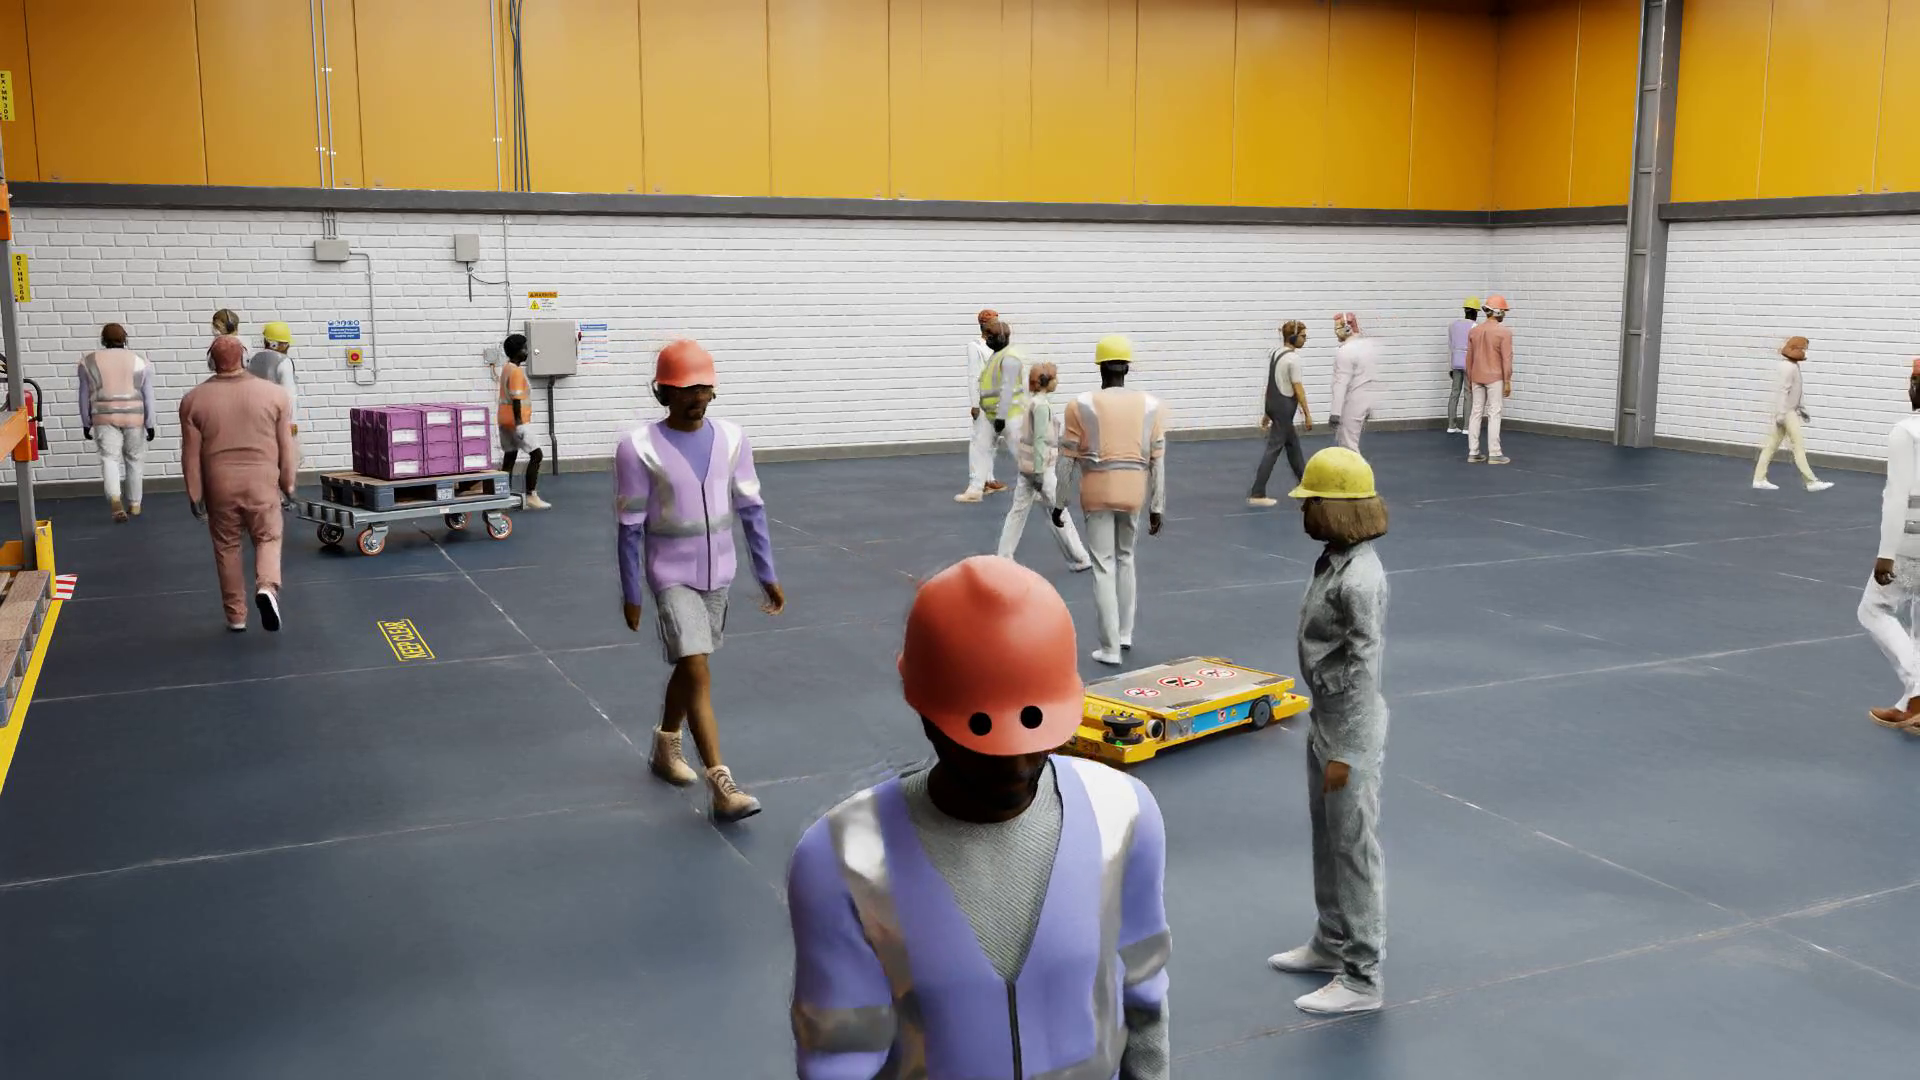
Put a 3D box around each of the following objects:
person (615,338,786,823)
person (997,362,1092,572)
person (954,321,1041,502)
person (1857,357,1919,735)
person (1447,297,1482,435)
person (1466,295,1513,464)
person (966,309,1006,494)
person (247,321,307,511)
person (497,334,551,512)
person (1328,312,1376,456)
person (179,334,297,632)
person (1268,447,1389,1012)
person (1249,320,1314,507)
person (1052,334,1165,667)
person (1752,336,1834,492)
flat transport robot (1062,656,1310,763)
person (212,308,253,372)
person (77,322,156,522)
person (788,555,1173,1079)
[{"bbox_3d":[-1.109,0.150,7.025,0.634,1.991,1.041,-7,12,-38],"label":"person"},{"bbox_3d":[0.655,-0.535,12.458,0.848,1.586,0.538,-1,9,-8],"label":"person"},{"bbox_3d":[0.457,-1.255,16.353,0.953,1.802,0.620,-3,10,-18],"label":"person"},{"bbox_3d":[4.673,0.033,8.097,0.610,1.872,0.416,-3,10,-19],"label":"person"},{"bbox_3d":[7.077,-2.424,23.209,0.390,1.918,0.581,-7,12,-38],"label":"person"},{"bbox_3d":[6.279,-1.898,19.710,0.392,1.991,0.612,-6,11,-35],"label":"person"},{"bbox_3d":[0.275,-1.415,17.050,0.340,1.882,0.585,5,11,29],"label":"person"},{"bbox_3d":[-6.386,-1.135,15.529,0.637,1.813,0.409,5,11,31],"label":"person"},{"bbox_3d":[-4.101,-1.101,15.699,0.567,1.677,0.553,-5,10,-27],"label":"person"},{"bbox_3d":[3.849,-1.296,16.329,0.463,1.875,0.712,7,11,36],"label":"person"},{"bbox_3d":[-4.466,-0.332,10.319,0.653,1.884,0.652,-4,10,-23],"label":"person"},{"bbox_3d":[1.138,0.584,5.119,0.342,1.739,0.497,0,9,3],"label":"person"},{"bbox_3d":[3.227,-1.212,16.061,0.958,1.796,0.525,-2,9,-11],"label":"person"},{"bbox_3d":[0.854,-0.239,9.712,0.609,1.902,0.702,-2,9,-15],"label":"person"},{"bbox_3d":[8.646,-1.293,17.160,0.814,1.592,0.521,5,11,29],"label":"person"},{"bbox_3d":[1.044,0.810,8.227,1.431,0.197,0.652,-9,13,-42],"label":"flat transport robot"},{"bbox_3d":[-6.914,-1.253,15.930,0.373,1.930,0.639,-6,11,-31],"label":"person"},{"bbox_3d":[-7.705,-1.085,15.237,0.632,1.818,0.849,-5,11,-30],"label":"person"},{"bbox_3d":[0.055,0.944,2.339,0.573,1.903,0.548,-2,9,-12],"label":"person"}]
